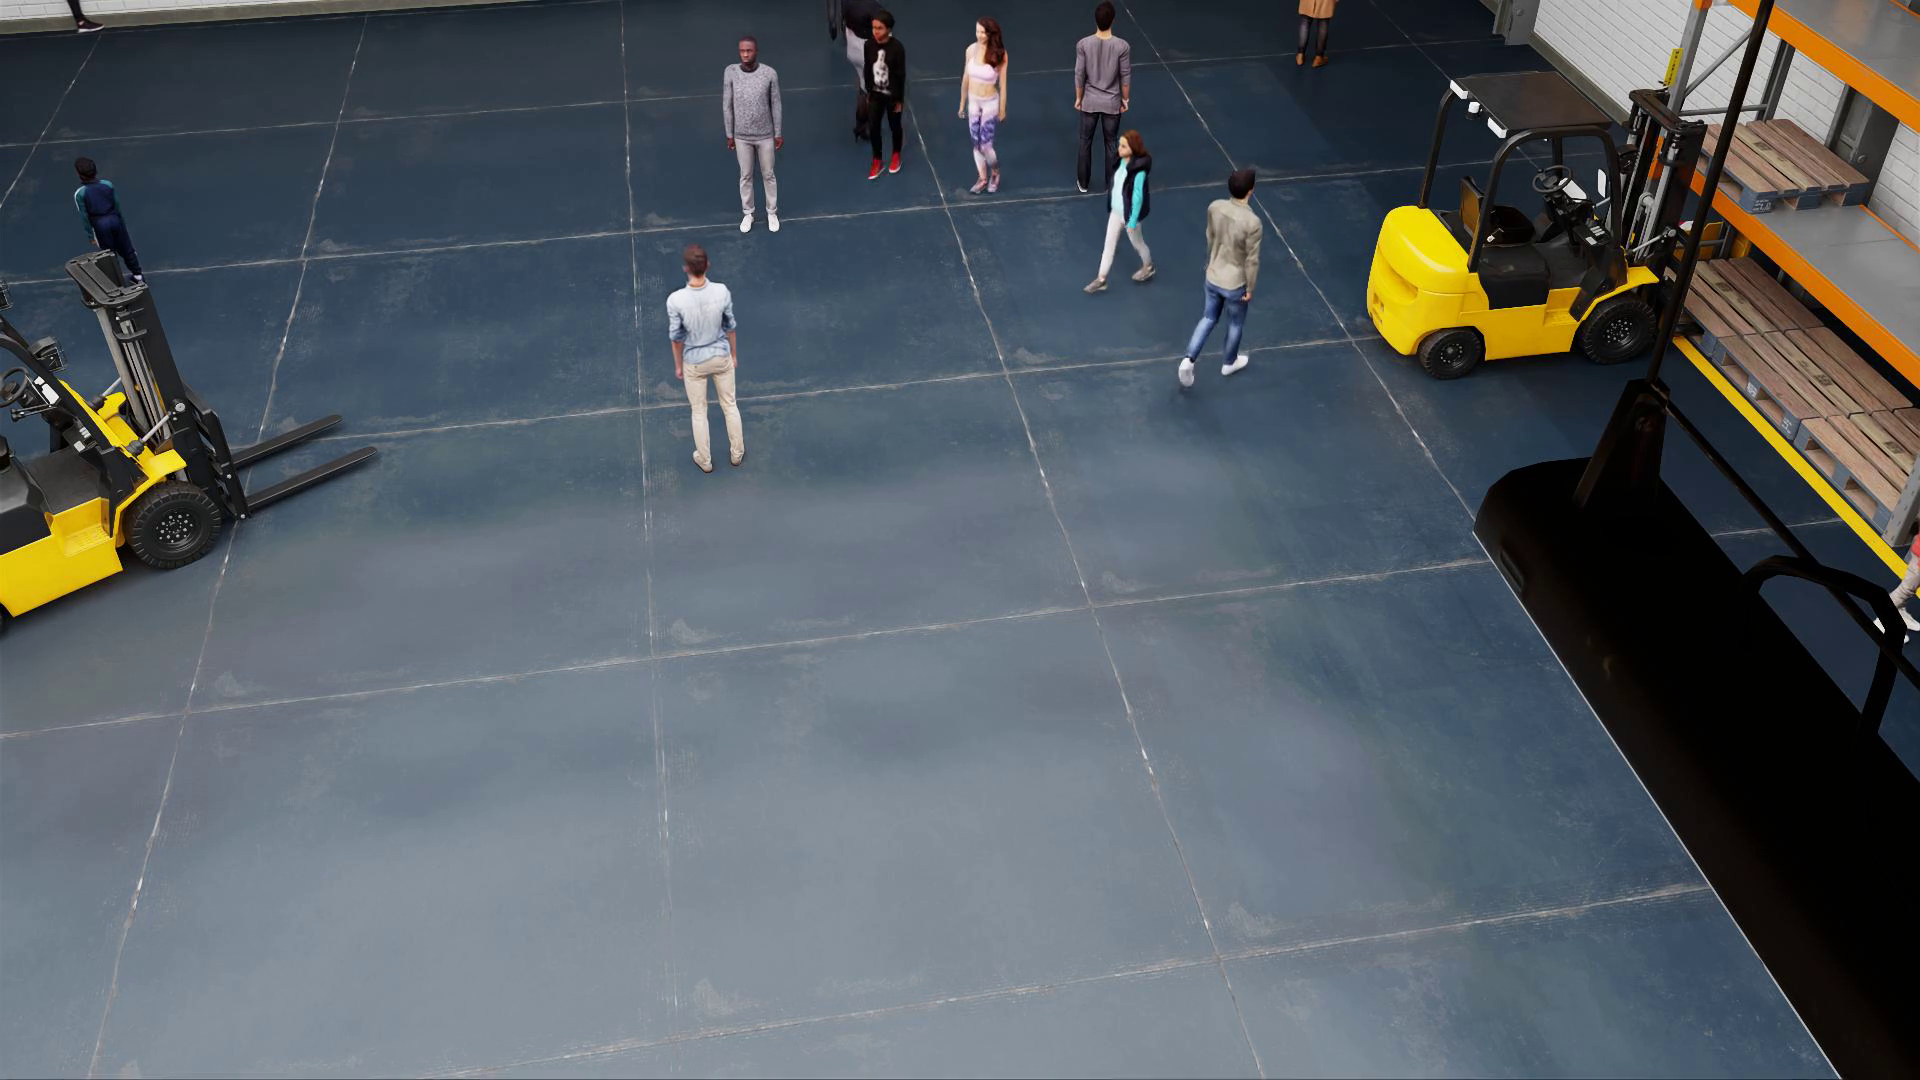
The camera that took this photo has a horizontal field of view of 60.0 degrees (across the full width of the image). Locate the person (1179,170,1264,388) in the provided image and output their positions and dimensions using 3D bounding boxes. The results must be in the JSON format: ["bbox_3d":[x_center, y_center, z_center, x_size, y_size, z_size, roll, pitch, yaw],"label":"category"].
[{"bbox_3d":[2.045,-2.028,13.089,1.112,1.846,1.123,30,48,32],"label":"person"}]

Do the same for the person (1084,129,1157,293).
[{"bbox_3d":[1.515,-2.853,14.430,0.874,1.462,0.988,-21,43,-24],"label":"person"}]

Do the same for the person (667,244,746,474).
[{"bbox_3d":[-1.859,-1.325,12.207,0.676,1.848,0.597,-12,40,-14],"label":"person"}]

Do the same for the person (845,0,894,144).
[{"bbox_3d":[-0.988,-4.814,16.666,0.901,1.735,0.835,-31,48,-33],"label":"person"}]

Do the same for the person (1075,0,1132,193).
[{"bbox_3d":[1.342,-4.186,15.784,0.735,1.854,0.667,6,39,7],"label":"person"}]

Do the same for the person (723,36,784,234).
[{"bbox_3d":[-1.879,-3.725,15.219,0.707,1.839,0.586,-2,39,-2],"label":"person"}]

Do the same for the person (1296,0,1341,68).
[{"bbox_3d":[3.935,-6.057,18.229,0.761,1.726,0.796,16,41,19],"label":"person"}]

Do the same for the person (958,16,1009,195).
[{"bbox_3d":[0.265,-4.137,15.800,0.724,1.757,0.779,21,43,24],"label":"person"}]

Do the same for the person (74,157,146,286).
[{"bbox_3d":[-7.419,-2.733,14.446,0.618,1.254,0.570,28,46,30],"label":"person"}]

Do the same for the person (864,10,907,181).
[{"bbox_3d":[-0.685,-4.371,16.177,0.767,1.653,0.858,9,39,11],"label":"person"}]

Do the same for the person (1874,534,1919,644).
[{"bbox_3d":[6.328,0.042,10.842,0.615,1.415,0.580,32,48,33],"label":"person"}]
